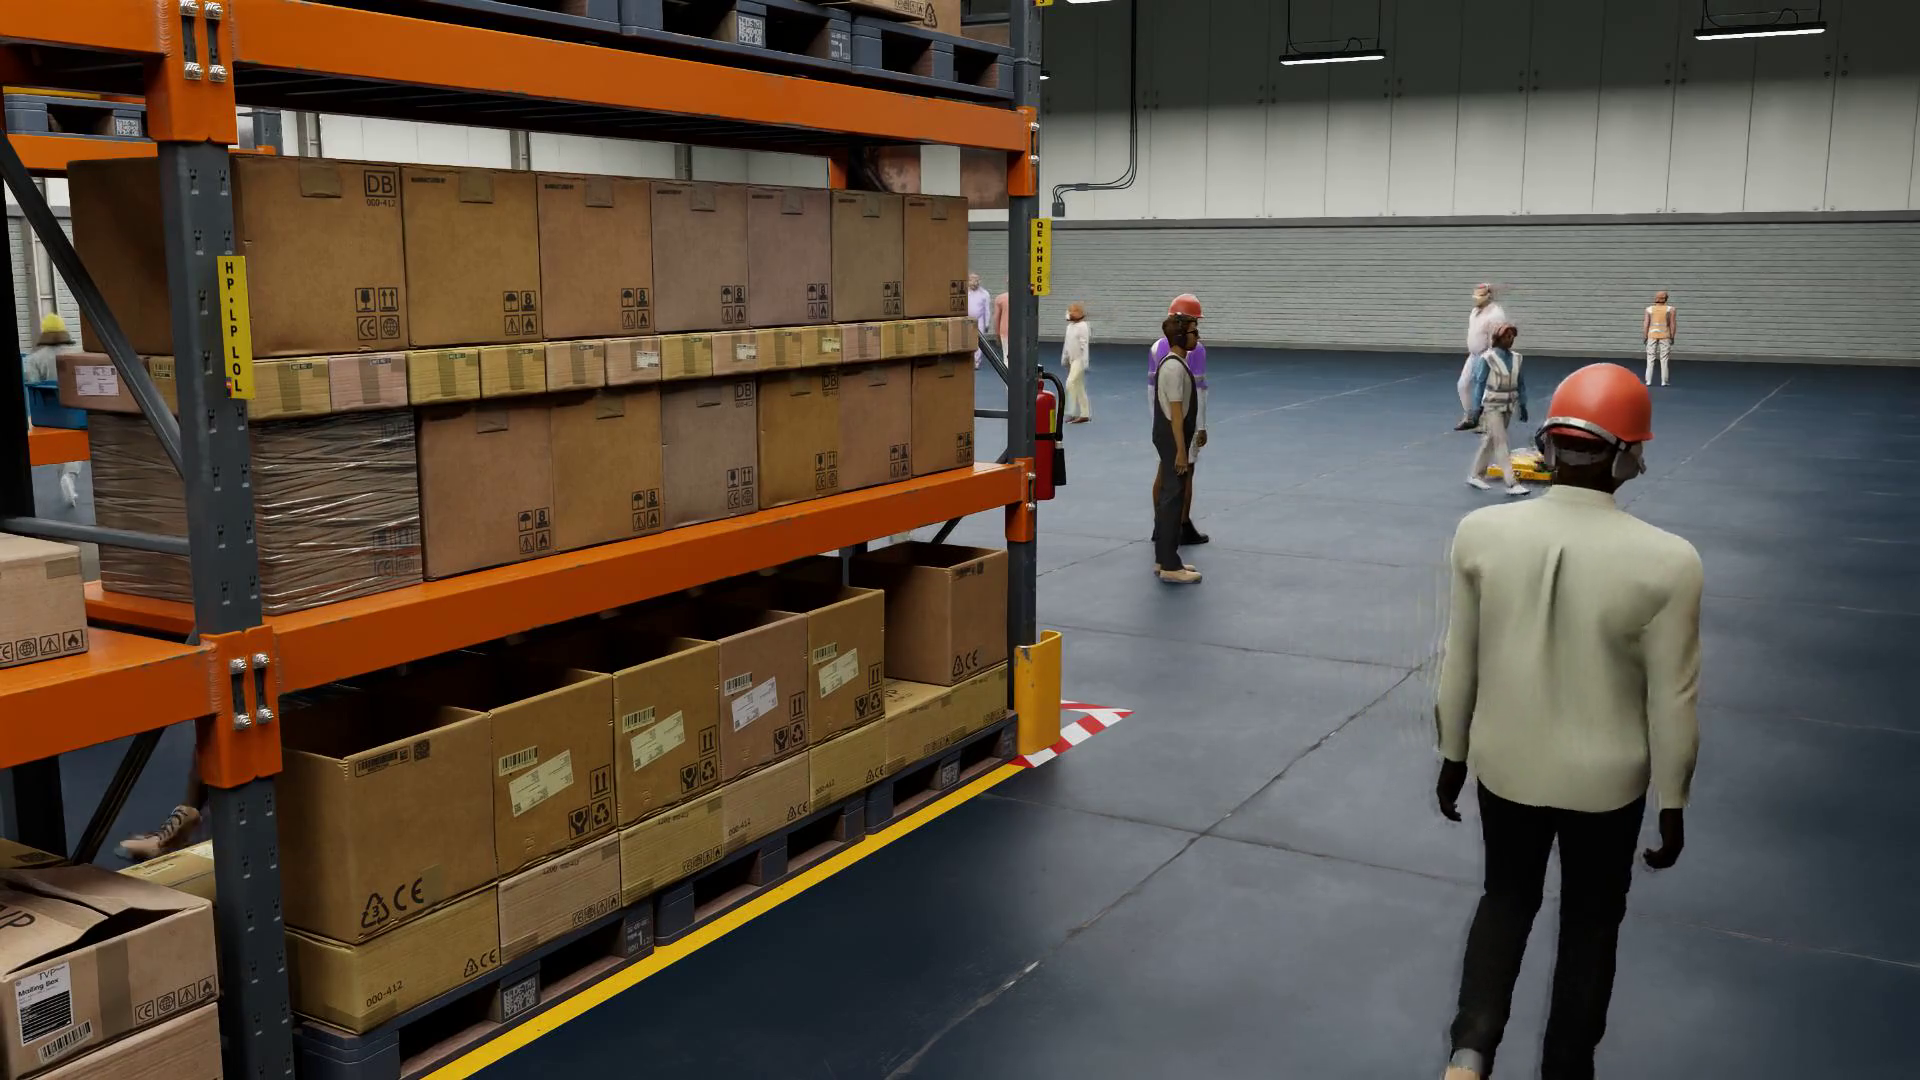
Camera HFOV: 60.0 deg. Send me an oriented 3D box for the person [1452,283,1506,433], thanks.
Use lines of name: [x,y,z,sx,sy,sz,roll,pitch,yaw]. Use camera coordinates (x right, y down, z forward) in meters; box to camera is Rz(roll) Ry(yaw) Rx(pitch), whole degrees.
person: [6.507,-2.256,20.816,0.657,1.878,0.673,-3,10,-15]

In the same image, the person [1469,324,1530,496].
person: [5.098,-1.230,15.636,0.533,1.588,0.853,-5,11,-27]

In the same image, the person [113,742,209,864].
person: [-2.817,0.197,6.121,0.613,1.986,1.054,4,11,23]

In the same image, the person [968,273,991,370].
person: [0.285,-4.283,32.659,0.697,1.888,0.507,3,10,17]

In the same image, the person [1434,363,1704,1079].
person: [1.454,0.561,4.044,0.634,1.973,0.572,8,12,38]

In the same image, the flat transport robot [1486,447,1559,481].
flat transport robot: [5.937,-0.796,16.971,0.652,0.197,1.431,7,12,37]

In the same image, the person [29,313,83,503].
person: [-8.068,-1.173,14.934,0.488,1.719,0.713,-2,10,-11]

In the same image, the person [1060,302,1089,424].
person: [1.481,-2.339,22.089,0.628,1.610,0.526,-4,10,-20]

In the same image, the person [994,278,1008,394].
person: [0.868,-3.366,27.099,0.624,1.952,0.815,0,10,1]

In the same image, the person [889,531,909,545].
person: [-0.450,-0.749,12.297,0.608,1.785,0.967,-3,10,-15]

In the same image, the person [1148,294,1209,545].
person: [1.718,-0.935,12.919,0.374,1.935,0.552,-8,13,-40]

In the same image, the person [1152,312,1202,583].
person: [1.494,-0.633,11.416,0.338,1.846,0.511,0,10,1]

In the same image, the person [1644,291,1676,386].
person: [11.982,-3.448,28.504,0.512,1.639,0.312,6,11,30]
